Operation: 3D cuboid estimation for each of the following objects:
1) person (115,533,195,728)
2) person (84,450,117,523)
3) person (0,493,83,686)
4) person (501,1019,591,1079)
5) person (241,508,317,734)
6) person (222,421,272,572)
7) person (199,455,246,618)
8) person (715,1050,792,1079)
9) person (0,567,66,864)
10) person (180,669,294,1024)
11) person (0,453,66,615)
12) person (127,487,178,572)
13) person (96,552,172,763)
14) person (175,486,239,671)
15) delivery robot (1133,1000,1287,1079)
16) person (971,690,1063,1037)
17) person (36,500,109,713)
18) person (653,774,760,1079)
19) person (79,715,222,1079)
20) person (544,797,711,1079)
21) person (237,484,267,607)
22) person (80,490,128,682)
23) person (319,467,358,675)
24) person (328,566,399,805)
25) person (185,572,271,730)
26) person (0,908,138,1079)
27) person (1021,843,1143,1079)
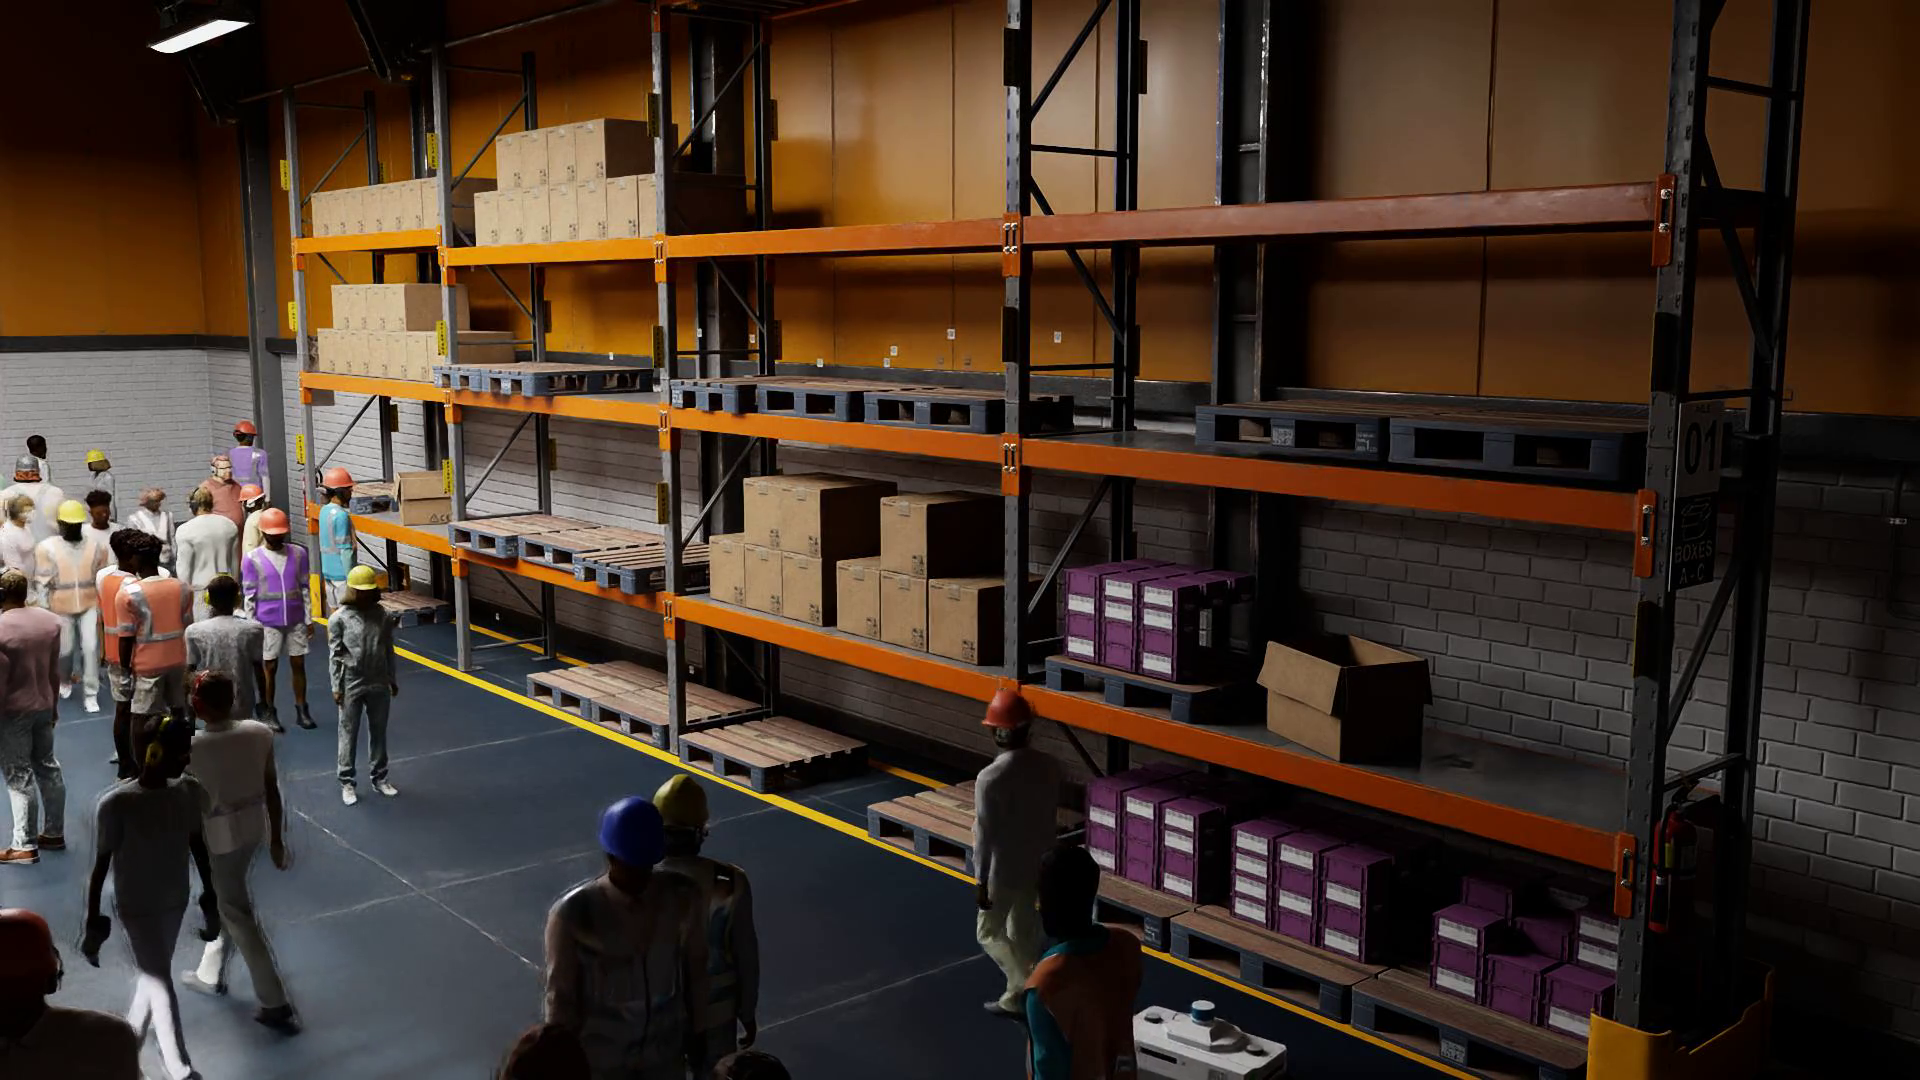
[{"bbox_3d":[-5.924,0.918,12.270,0.386,1.957,0.603,4,9,27],"label":"person"},{"bbox_3d":[-11.144,-0.313,21.600,0.490,1.732,0.320,6,10,35],"label":"person"},{"bbox_3d":[-8.534,0.510,15.308,0.886,1.904,0.653,-2,8,-14],"label":"person"},{"bbox_3d":[-1.210,2.157,4.844,0.618,1.616,0.276,7,11,42],"label":"person"},{"bbox_3d":[-5.739,0.677,14.051,0.553,1.924,0.391,-7,11,-40],"label":"person"},{"bbox_3d":[-9.572,-0.578,22.373,0.605,2.038,0.394,0,8,-3],"label":"person"},{"bbox_3d":[-8.350,-0.016,18.921,0.403,1.906,0.652,3,9,20],"label":"person"},{"bbox_3d":[-0.489,2.143,4.126,0.345,1.847,0.508,8,11,43],"label":"person"},{"bbox_3d":[-6.109,1.132,10.825,0.360,1.938,0.635,2,8,11],"label":"person"},{"bbox_3d":[-3.739,1.543,8.475,0.967,1.802,0.565,4,9,26],"label":"person"},{"bbox_3d":[-9.934,0.077,17.811,0.689,2.000,0.537,-7,11,-39],"label":"person"},{"bbox_3d":[-8.935,0.212,18.358,0.697,1.609,0.516,6,10,36],"label":"person"},{"bbox_3d":[-6.536,0.834,13.215,0.563,1.848,0.389,-2,8,-15],"label":"person"},{"bbox_3d":[-7.005,0.462,15.536,0.370,1.932,0.625,4,9,28],"label":"person"},{"bbox_3d":[1.067,2.277,7.332,0.707,0.478,0.477,7,11,39],"label":"delivery robot"},{"bbox_3d":[0.302,1.607,8.245,0.565,1.735,0.523,-8,11,-42],"label":"person"},{"bbox_3d":[-7.909,0.572,14.871,0.598,1.897,0.696,-6,10,-34],"label":"person"},{"bbox_3d":[-1.071,1.811,6.477,0.590,1.833,0.404,0,8,-3],"label":"person"},{"bbox_3d":[-3.609,1.683,7.489,0.993,1.803,0.567,5,9,30],"label":"person"},{"bbox_3d":[-1.219,1.826,6.063,0.649,1.921,0.636,-6,10,-34],"label":"person"},{"bbox_3d":[-7.366,0.280,17.444,0.349,1.740,0.574,-1,8,-4],"label":"person"},{"bbox_3d":[-8.106,0.456,15.660,0.971,1.915,0.606,8,11,43],"label":"person"},{"bbox_3d":[-5.974,0.319,16.104,0.367,2.048,0.609,-6,10,-38],"label":"person"},{"bbox_3d":[-4.333,1.043,12.128,0.492,1.740,0.325,-8,11,-43],"label":"person"},{"bbox_3d":[-4.941,1.135,11.196,0.550,1.832,0.921,-4,9,-23],"label":"person"},{"bbox_3d":[-2.629,1.991,4.714,0.621,1.986,0.409,-3,9,-23],"label":"person"},{"bbox_3d":[0.398,1.924,5.401,0.370,1.915,0.596,5,10,33],"label":"person"}]
